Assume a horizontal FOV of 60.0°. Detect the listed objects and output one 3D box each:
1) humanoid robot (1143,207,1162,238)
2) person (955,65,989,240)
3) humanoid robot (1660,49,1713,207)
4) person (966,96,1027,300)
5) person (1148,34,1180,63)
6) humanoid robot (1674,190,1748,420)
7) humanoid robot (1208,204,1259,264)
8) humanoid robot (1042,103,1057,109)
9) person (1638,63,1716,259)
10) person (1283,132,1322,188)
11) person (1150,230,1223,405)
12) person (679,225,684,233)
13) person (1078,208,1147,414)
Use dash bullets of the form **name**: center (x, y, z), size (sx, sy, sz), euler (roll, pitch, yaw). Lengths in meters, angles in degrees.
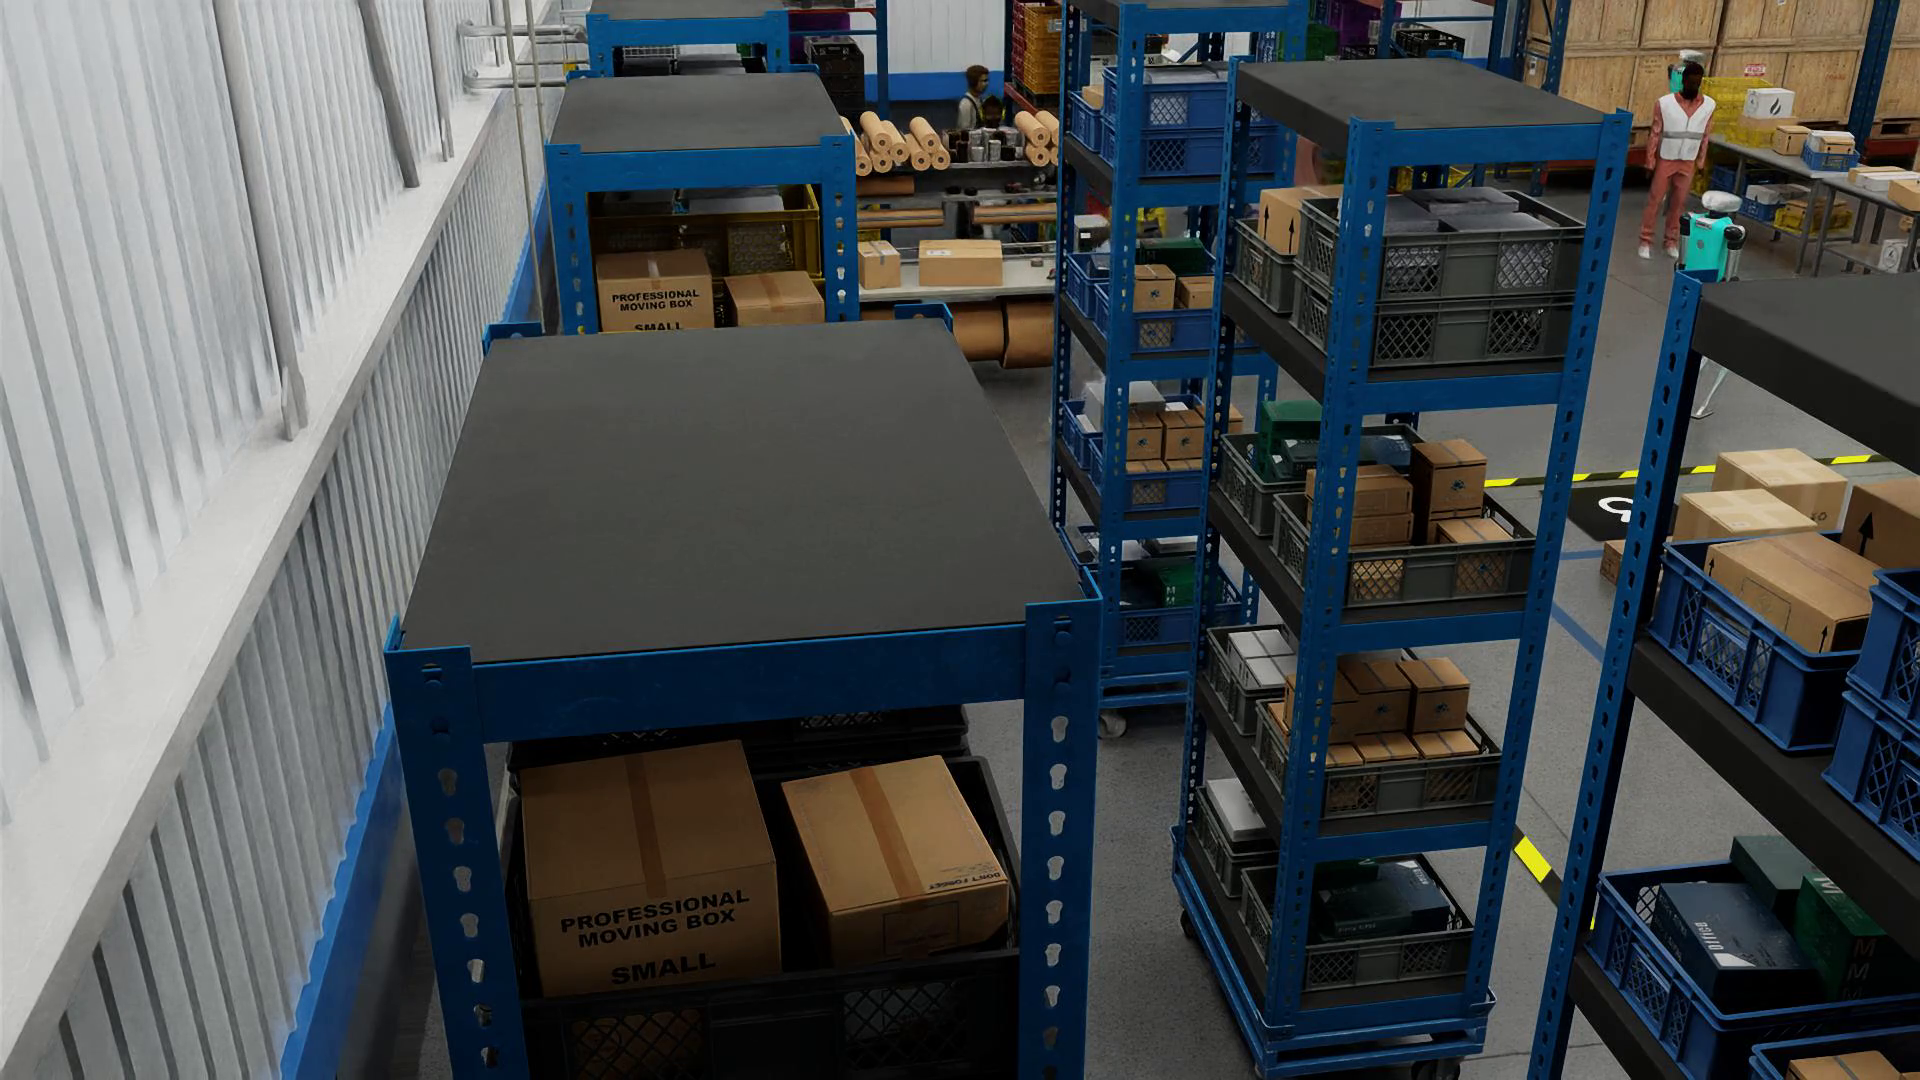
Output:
- **humanoid robot**: center (1.376, -1.830, 12.591), size (0.316, 1.652, 0.608), euler (-13, 28, -26)
- **person**: center (0.156, -3.874, 16.843), size (0.426, 1.830, 0.547), euler (6, 25, 13)
- **humanoid robot**: center (8.229, -4.530, 18.417), size (0.932, 1.783, 0.548), euler (-4, 25, -8)
- **person**: center (0.333, -3.167, 15.324), size (0.536, 1.814, 0.983), euler (-5, 25, -12)
- **person**: center (2.314, -5.038, 19.362), size (0.568, 1.842, 0.372), euler (-18, 30, -33)
- **humanoid robot**: center (5.556, -1.728, 12.140), size (0.735, 1.676, 0.533), euler (-12, 27, -24)
- **humanoid robot**: center (2.489, -2.736, 14.642), size (0.584, 1.626, 0.785), euler (2, 25, 5)
- **humanoid robot**: center (0.867, -4.562, 18.436), size (0.695, 1.777, 0.533), euler (12, 27, 25)
- **person**: center (7.081, -3.748, 16.474), size (0.596, 1.914, 0.372), euler (0, 25, 0)
- **person**: center (3.205, -3.384, 15.860), size (0.561, 1.753, 0.429), euler (-13, 28, -26)
- **person**: center (1.467, -1.111, 10.820), size (0.596, 1.850, 0.398), euler (-3, 25, -6)
- **person**: center (-2.516, -2.373, 13.377), size (0.649, 2.004, 0.931), euler (1, 25, 3)
- **person**: center (1.095, -1.605, 12.053), size (0.521, 1.711, 0.517), euler (-11, 27, -22)
